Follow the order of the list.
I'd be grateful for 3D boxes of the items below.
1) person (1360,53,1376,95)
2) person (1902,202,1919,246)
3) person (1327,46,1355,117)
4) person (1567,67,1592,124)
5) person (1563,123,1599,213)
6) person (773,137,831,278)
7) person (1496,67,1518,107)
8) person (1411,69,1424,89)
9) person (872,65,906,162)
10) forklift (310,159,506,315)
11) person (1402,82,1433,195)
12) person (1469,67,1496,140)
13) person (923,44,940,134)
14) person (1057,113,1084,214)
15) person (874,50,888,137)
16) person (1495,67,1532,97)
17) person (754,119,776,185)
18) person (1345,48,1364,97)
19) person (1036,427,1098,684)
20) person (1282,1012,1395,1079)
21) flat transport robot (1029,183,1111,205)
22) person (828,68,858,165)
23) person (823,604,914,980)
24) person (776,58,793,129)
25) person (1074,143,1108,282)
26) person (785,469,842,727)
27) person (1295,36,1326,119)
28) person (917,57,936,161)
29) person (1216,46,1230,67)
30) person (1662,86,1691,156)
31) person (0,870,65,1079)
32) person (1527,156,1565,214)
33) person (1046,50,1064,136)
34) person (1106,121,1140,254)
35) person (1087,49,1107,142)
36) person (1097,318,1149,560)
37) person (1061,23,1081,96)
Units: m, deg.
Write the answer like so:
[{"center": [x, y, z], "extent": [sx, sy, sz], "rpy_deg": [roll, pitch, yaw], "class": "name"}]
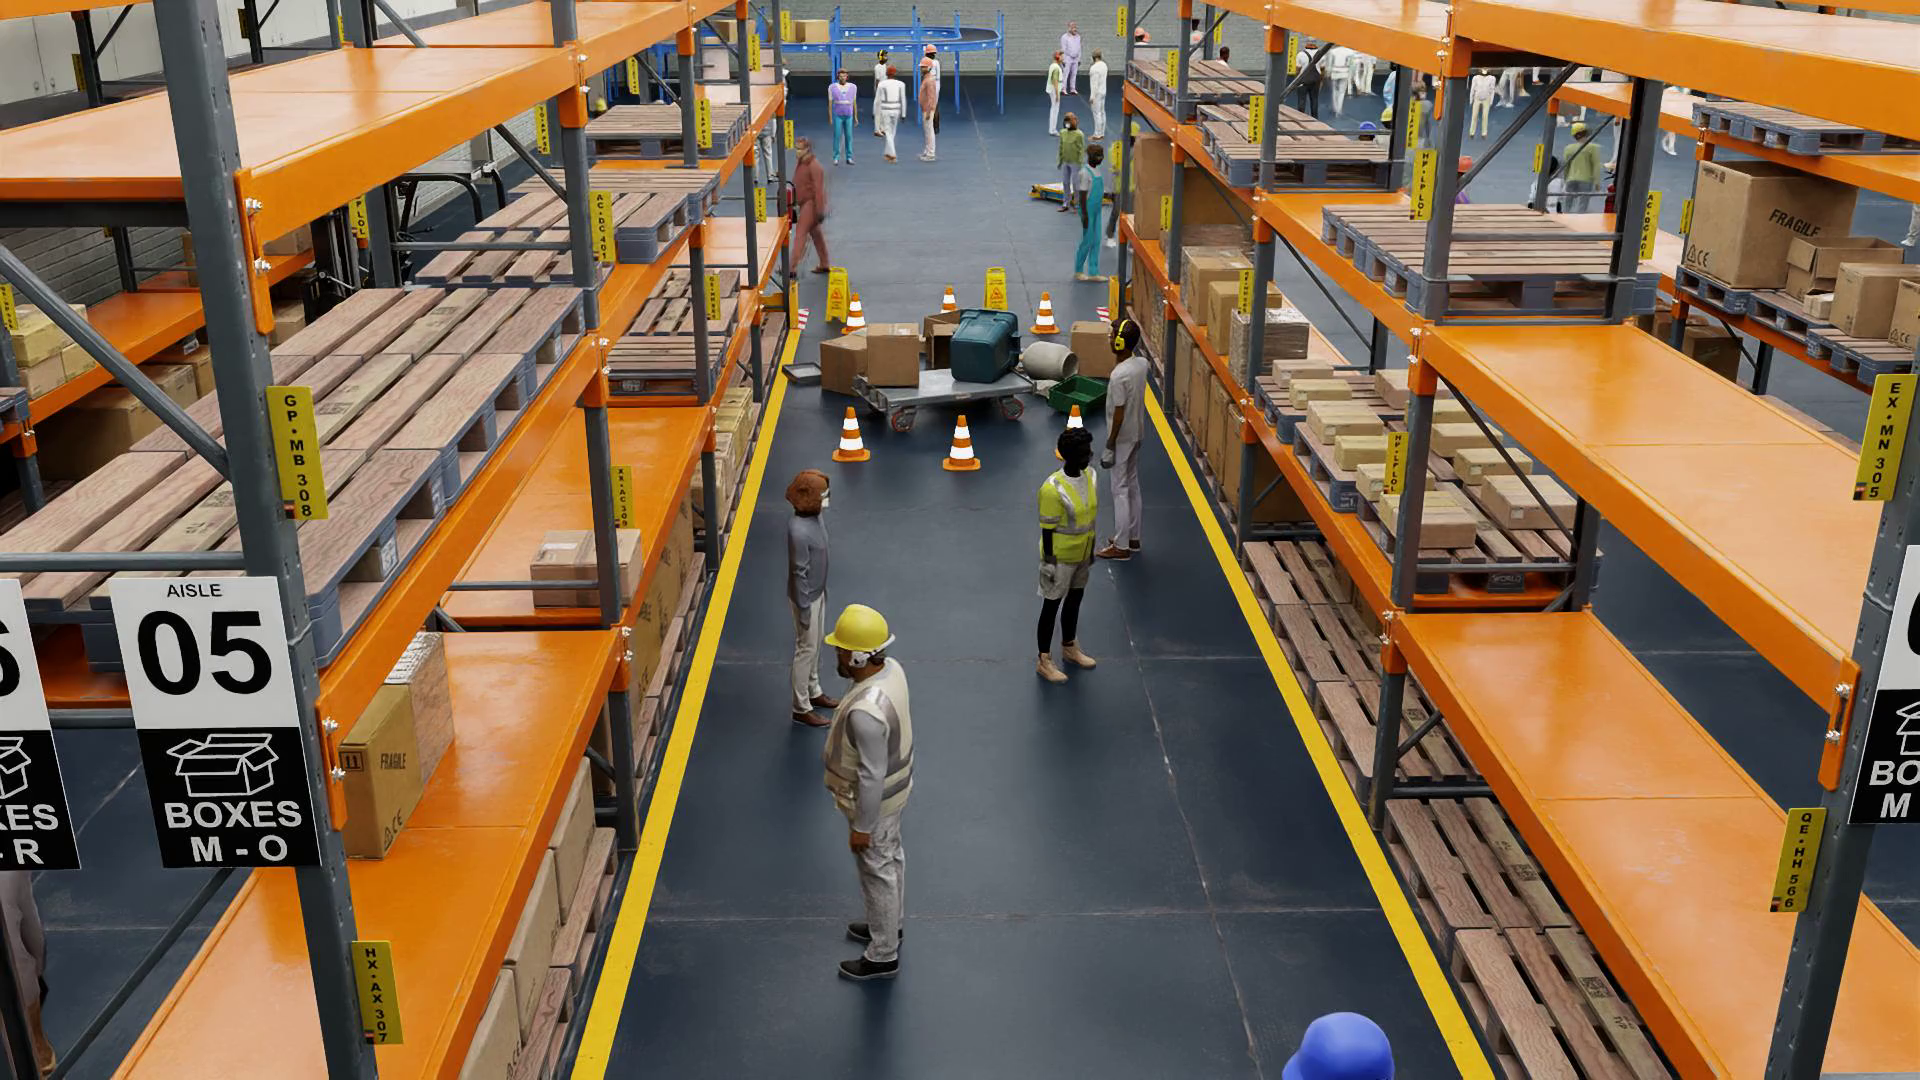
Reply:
[{"center": [11.075, -12.920, 44.903], "extent": [0.336, 1.749, 0.575], "rpy_deg": [-7, 22, -18], "class": "person"}, {"center": [14.302, -5.215, 24.565], "extent": [0.485, 1.737, 0.321], "rpy_deg": [1, 21, 4], "class": "person"}, {"center": [9.245, -11.225, 40.180], "extent": [0.656, 1.919, 0.708], "rpy_deg": [12, 24, 28], "class": "person"}, {"center": [14.476, -10.520, 38.742], "extent": [0.507, 1.622, 0.298], "rpy_deg": [-13, 24, -31], "class": "person"}, {"center": [9.370, -5.374, 25.007], "extent": [0.677, 1.719, 0.332], "rpy_deg": [18, 27, 39], "class": "person"}, {"center": [-2.170, -4.489, 22.477], "extent": [0.950, 1.858, 0.662], "rpy_deg": [-8, 22, -19], "class": "person"}, {"center": [13.850, -11.796, 41.976], "extent": [0.524, 1.727, 0.487], "rpy_deg": [-10, 23, -25], "class": "person"}, {"center": [12.811, -13.460, 46.132], "extent": [0.396, 1.900, 0.647], "rpy_deg": [-7, 22, -17], "class": "person"}, {"center": [-1.393, -8.430, 32.872], "extent": [0.625, 1.856, 0.684], "rpy_deg": [-8, 22, -20], "class": "person"}, {"center": [-5.622, -2.910, 17.832], "extent": [2.313, 2.155, 1.214], "rpy_deg": [-1, 21, -1], "class": "forklift"}, {"center": [7.928, -6.965, 28.913], "extent": [0.643, 1.923, 0.568], "rpy_deg": [-7, 22, -18], "class": "person"}, {"center": [11.307, -9.510, 36.067], "extent": [0.497, 1.626, 0.279], "rpy_deg": [7, 22, 17], "class": "person"}, {"center": [-0.633, -10.008, 36.952], "extent": [0.372, 1.934, 0.551], "rpy_deg": [3, 21, 9], "class": "person"}, {"center": [1.818, -6.168, 27.240], "extent": [0.279, 1.628, 0.507], "rpy_deg": [-19, 28, -41], "class": "person"}, {"center": [-1.709, -9.816, 36.560], "extent": [0.329, 1.861, 0.502], "rpy_deg": [7, 22, 17], "class": "person"}, {"center": [14.913, -12.922, 44.600], "extent": [1.032, 1.994, 0.610], "rpy_deg": [16, 26, 35], "class": "person"}, {"center": [-3.617, -7.337, 30.036], "extent": [0.590, 1.833, 0.404], "rpy_deg": [-6, 21, -15], "class": "person"}, {"center": [10.460, -12.697, 44.150], "extent": [0.609, 1.872, 0.496], "rpy_deg": [-6, 22, -15], "class": "person"}, {"center": [0.692, 0.082, 10.626], "extent": [0.318, 1.692, 0.534], "rpy_deg": [17, 26, 37], "class": "person"}, {"center": [1.116, 2.154, 4.818], "extent": [0.468, 1.923, 0.630], "rpy_deg": [3, 21, 8], "class": "person"}, {"center": [1.883, -5.950, 28.542], "extent": [0.652, 0.197, 1.431], "rpy_deg": [-14, 25, -33], "class": "flat transport robot"}, {"center": [-2.286, -8.266, 32.478], "extent": [0.569, 1.840, 0.374], "rpy_deg": [-6, 22, -16], "class": "person"}, {"center": [-0.418, 1.150, 7.604], "extent": [0.404, 1.832, 0.592], "rpy_deg": [3, 21, 7], "class": "person"}, {"center": [-4.084, -10.077, 37.602], "extent": [0.522, 1.613, 0.751], "rpy_deg": [9, 22, 22], "class": "person"}, {"center": [1.746, -4.338, 22.108], "extent": [0.487, 1.835, 0.526], "rpy_deg": [11, 24, 28], "class": "person"}, {"center": [-0.894, 0.343, 10.030], "extent": [0.293, 1.623, 0.507], "rpy_deg": [2, 21, 6], "class": "person"}, {"center": [8.033, -10.594, 38.356], "extent": [0.689, 2.000, 0.537], "rpy_deg": [-1, 21, -1], "class": "person"}, {"center": [-0.654, -8.554, 33.023], "extent": [0.372, 1.996, 0.620], "rpy_deg": [-3, 21, -8], "class": "person"}, {"center": [5.737, -9.928, 36.785], "extent": [0.398, 1.907, 0.600], "rpy_deg": [-5, 21, -14], "class": "person"}, {"center": [14.609, -8.721, 34.002], "extent": [0.519, 1.611, 0.762], "rpy_deg": [-3, 21, -9], "class": "person"}, {"center": [-3.678, 1.715, 6.217], "extent": [0.339, 1.752, 0.564], "rpy_deg": [9, 23, 23], "class": "person"}, {"center": [7.720, -4.254, 22.094], "extent": [0.539, 1.685, 0.368], "rpy_deg": [-13, 24, -31], "class": "person"}, {"center": [2.084, -9.845, 36.657], "extent": [0.388, 1.838, 0.574], "rpy_deg": [0, 21, -1], "class": "person"}, {"center": [2.393, -5.131, 24.151], "extent": [0.593, 1.890, 0.977], "rpy_deg": [-6, 21, -14], "class": "person"}, {"center": [2.953, -9.564, 35.780], "extent": [0.377, 1.937, 0.629], "rpy_deg": [10, 23, 25], "class": "person"}, {"center": [1.224, -0.761, 12.603], "extent": [0.329, 1.872, 0.509], "rpy_deg": [12, 24, 28], "class": "person"}, {"center": [3.003, -12.932, 44.742], "extent": [0.642, 1.899, 0.395], "rpy_deg": [-15, 25, -34], "class": "person"}]
